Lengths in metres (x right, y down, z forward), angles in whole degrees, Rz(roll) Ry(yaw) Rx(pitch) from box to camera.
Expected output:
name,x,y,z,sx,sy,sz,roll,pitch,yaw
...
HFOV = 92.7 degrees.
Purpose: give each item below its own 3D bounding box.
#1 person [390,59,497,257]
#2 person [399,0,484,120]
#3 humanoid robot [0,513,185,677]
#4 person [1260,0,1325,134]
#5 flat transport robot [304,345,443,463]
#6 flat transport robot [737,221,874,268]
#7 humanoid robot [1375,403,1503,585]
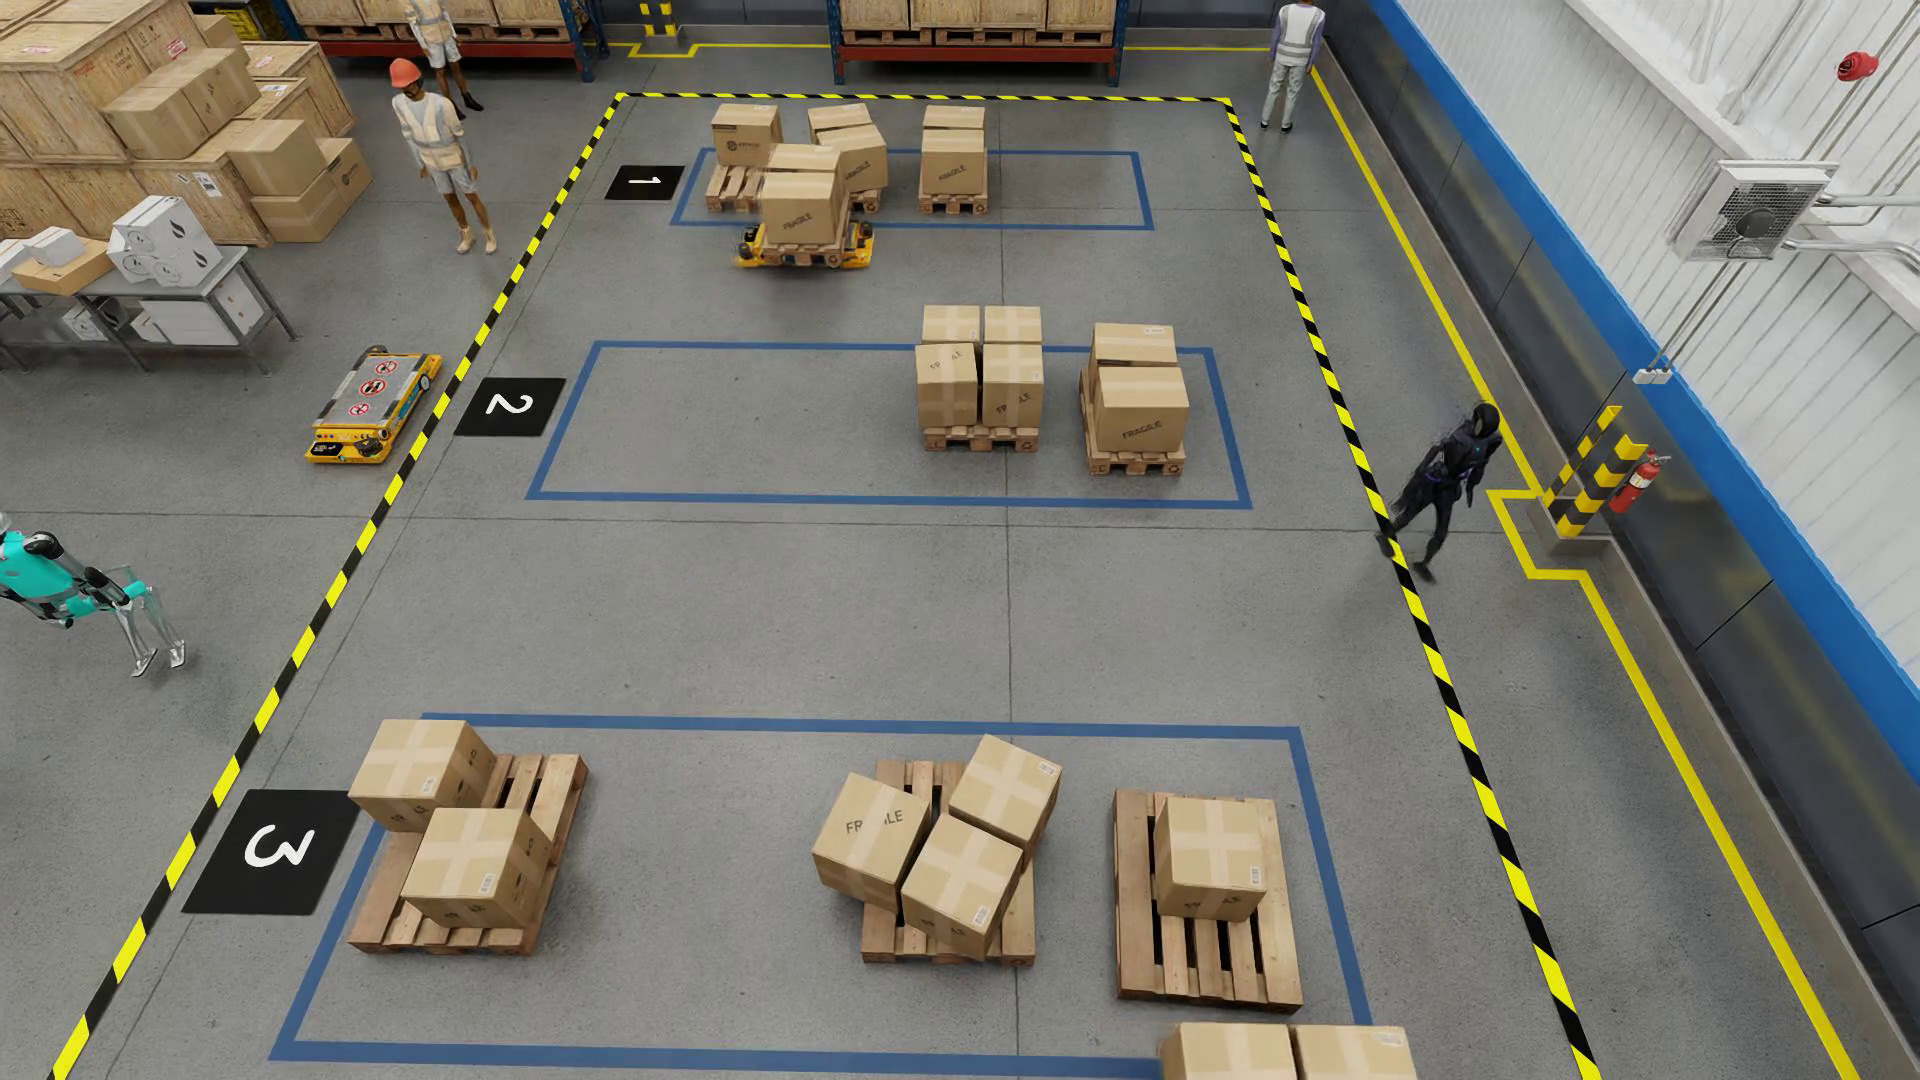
name,x,y,z,sx,sy,sz,roll,pitch,yaw
person,-5.370,-3.973,9.583,0.609,2.050,0.608,-1,50,-1
person,-6.673,-6.437,11.723,0.372,1.934,0.545,28,55,22
humanoid robot,-5.809,0.264,6.094,0.533,1.677,0.735,-12,51,-10
person,4.151,-6.025,11.442,0.587,1.830,0.404,19,52,15
flat transport robot,-5.383,-1.269,8.441,0.659,0.231,1.431,1,50,1
flat transport robot,-1.691,-3.285,10.128,1.431,0.197,0.652,1,50,1
humanoid robot,3.546,-0.352,6.747,0.606,1.637,0.604,-8,50,-7
